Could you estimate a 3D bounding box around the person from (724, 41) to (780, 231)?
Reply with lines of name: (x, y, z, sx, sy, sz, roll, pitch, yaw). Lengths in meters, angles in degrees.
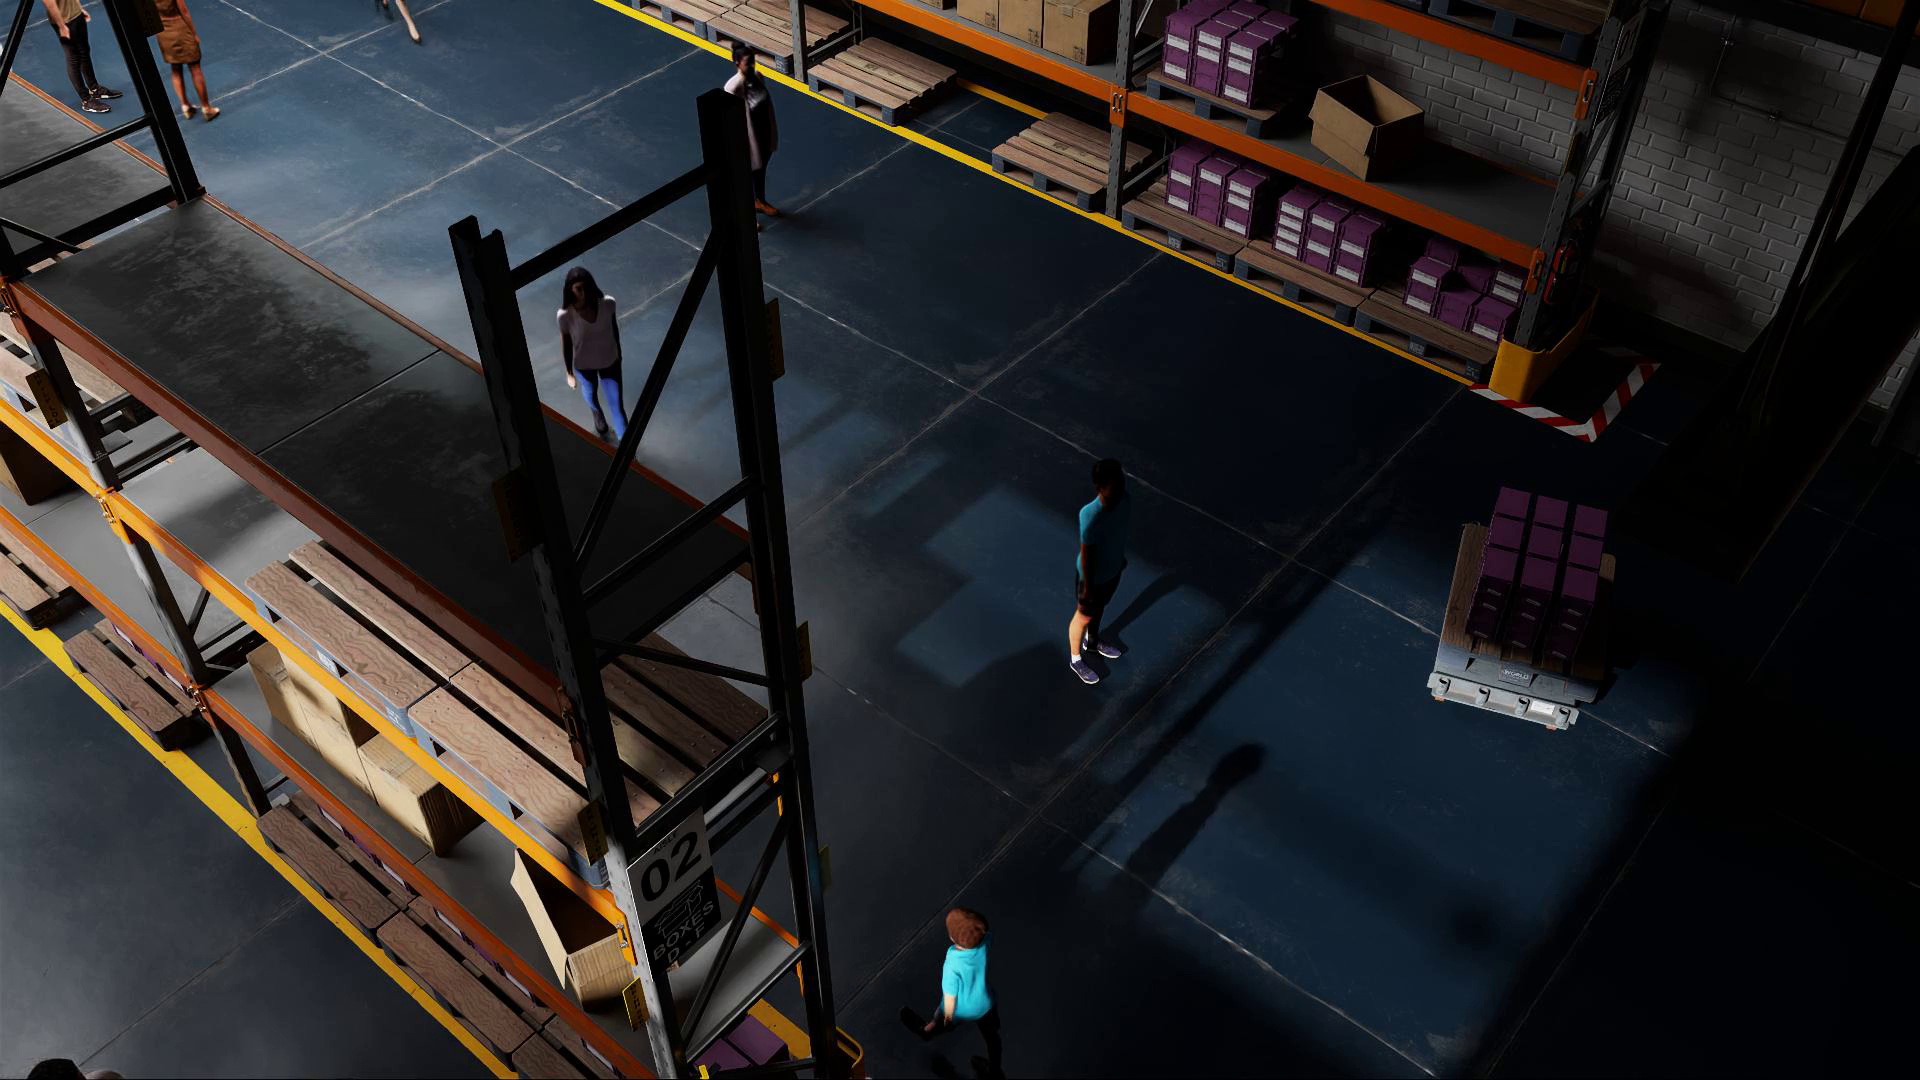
person: (-1.877, -3.616, 14.797, 0.669, 1.742, 0.726, 22, 48, 22)

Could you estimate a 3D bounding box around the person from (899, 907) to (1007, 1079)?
person: (0.097, 2.424, 8.692, 0.915, 1.418, 0.578, 34, 53, 30)

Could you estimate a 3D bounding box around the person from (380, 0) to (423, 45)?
person: (-6.039, -6.134, 17.461, 0.741, 1.713, 1.141, -30, 51, -28)

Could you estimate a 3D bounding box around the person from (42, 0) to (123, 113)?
person: (-8.774, -5.140, 16.319, 0.779, 1.851, 0.752, 2, 44, 3)

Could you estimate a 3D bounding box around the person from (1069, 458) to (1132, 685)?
person: (0.897, 0.171, 10.797, 0.520, 1.777, 0.612, 29, 51, 27)

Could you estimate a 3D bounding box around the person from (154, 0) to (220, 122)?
person: (-7.633, -4.903, 16.191, 0.605, 1.683, 0.701, 5, 44, 5)

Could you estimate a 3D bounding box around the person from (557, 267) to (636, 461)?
person: (-2.767, -1.355, 12.504, 0.946, 1.633, 1.218, -18, 46, -18)
